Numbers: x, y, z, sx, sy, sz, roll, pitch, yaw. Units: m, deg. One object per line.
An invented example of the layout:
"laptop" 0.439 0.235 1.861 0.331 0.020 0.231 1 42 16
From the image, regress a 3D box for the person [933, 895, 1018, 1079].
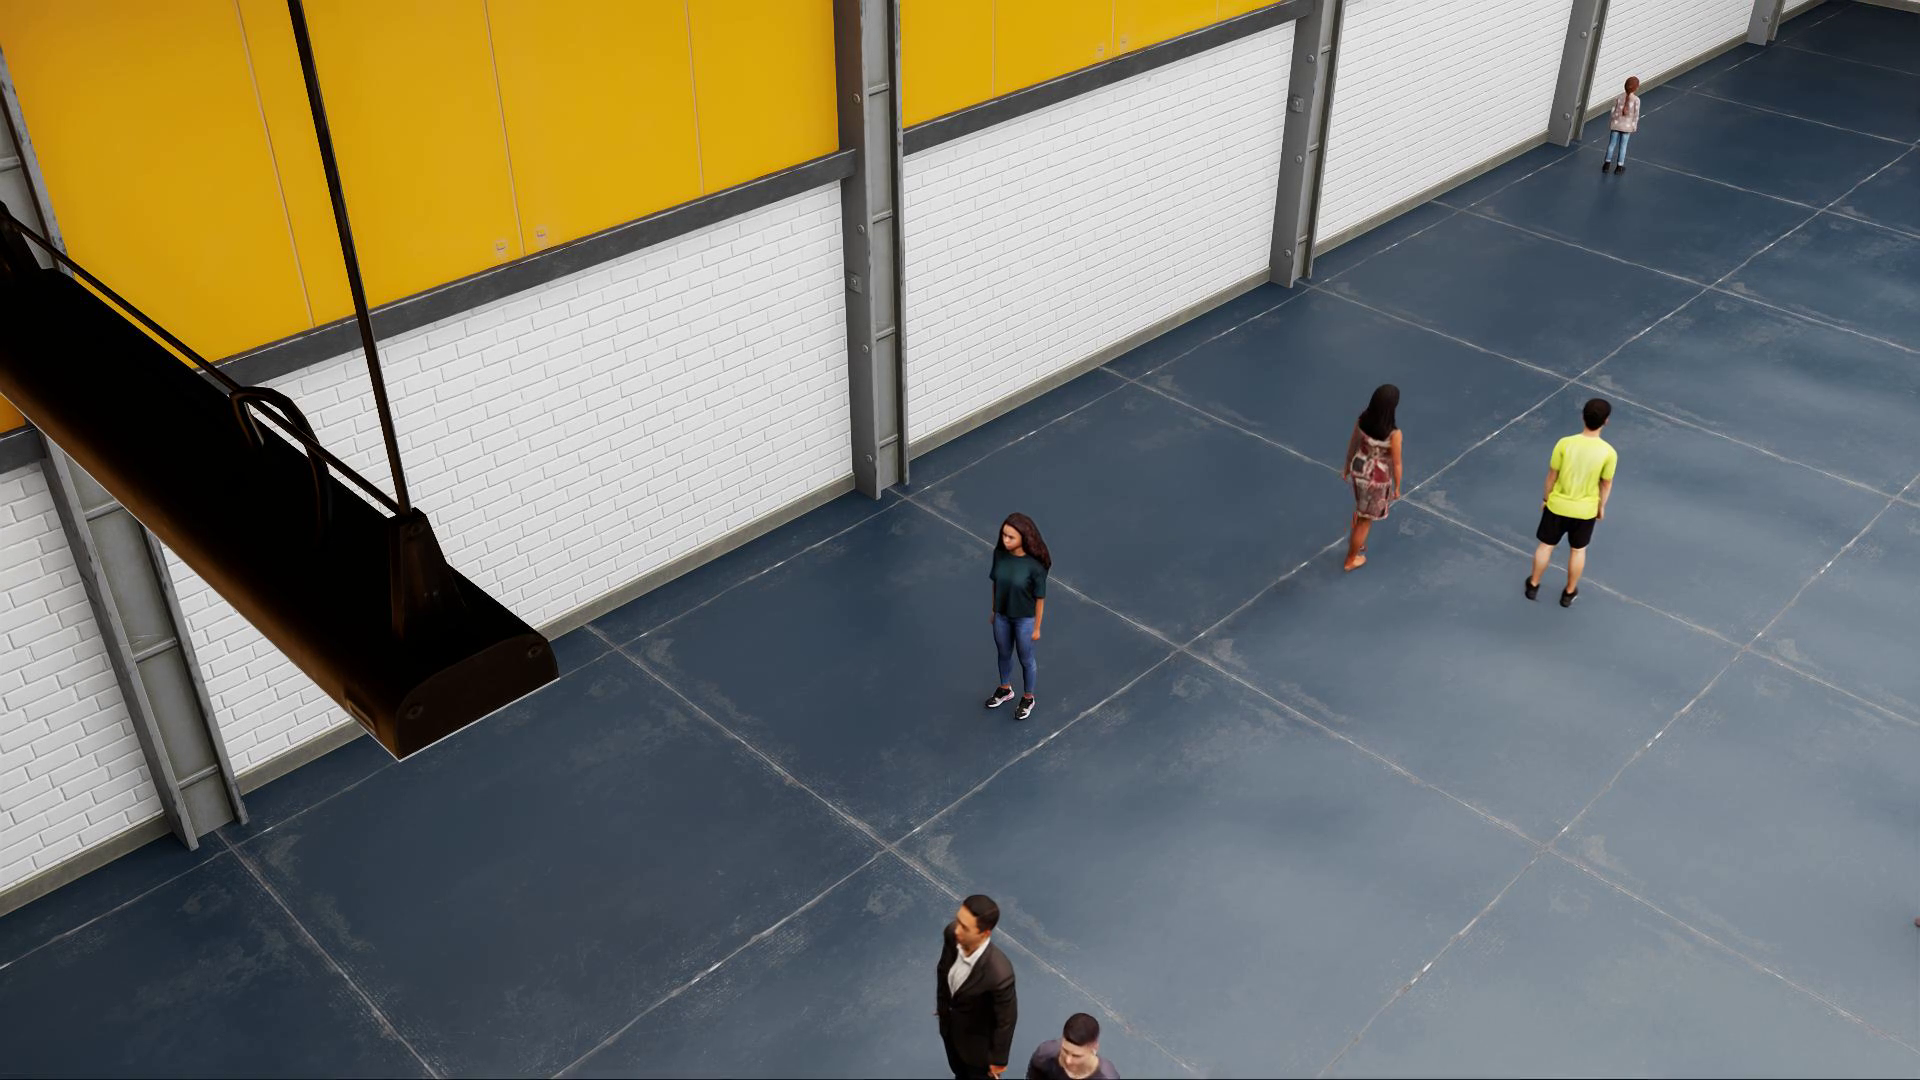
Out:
"person" 0.080 2.452 8.401 0.596 1.805 0.715 -22 39 -29

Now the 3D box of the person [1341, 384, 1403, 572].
"person" 3.134 -0.457 12.929 0.665 1.636 0.705 -22 40 -30

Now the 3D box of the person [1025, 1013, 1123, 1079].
"person" 0.591 2.806 7.928 0.708 1.738 0.905 24 40 31

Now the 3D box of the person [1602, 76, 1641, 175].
"person" 8.065 -5.057 20.249 0.520 1.194 0.523 19 38 26

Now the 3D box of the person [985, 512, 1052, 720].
"person" 0.393 0.512 11.489 0.642 1.616 0.646 21 39 28

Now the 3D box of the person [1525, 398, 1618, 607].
"person" 4.649 -0.277 12.598 0.680 1.704 0.654 14 36 20
